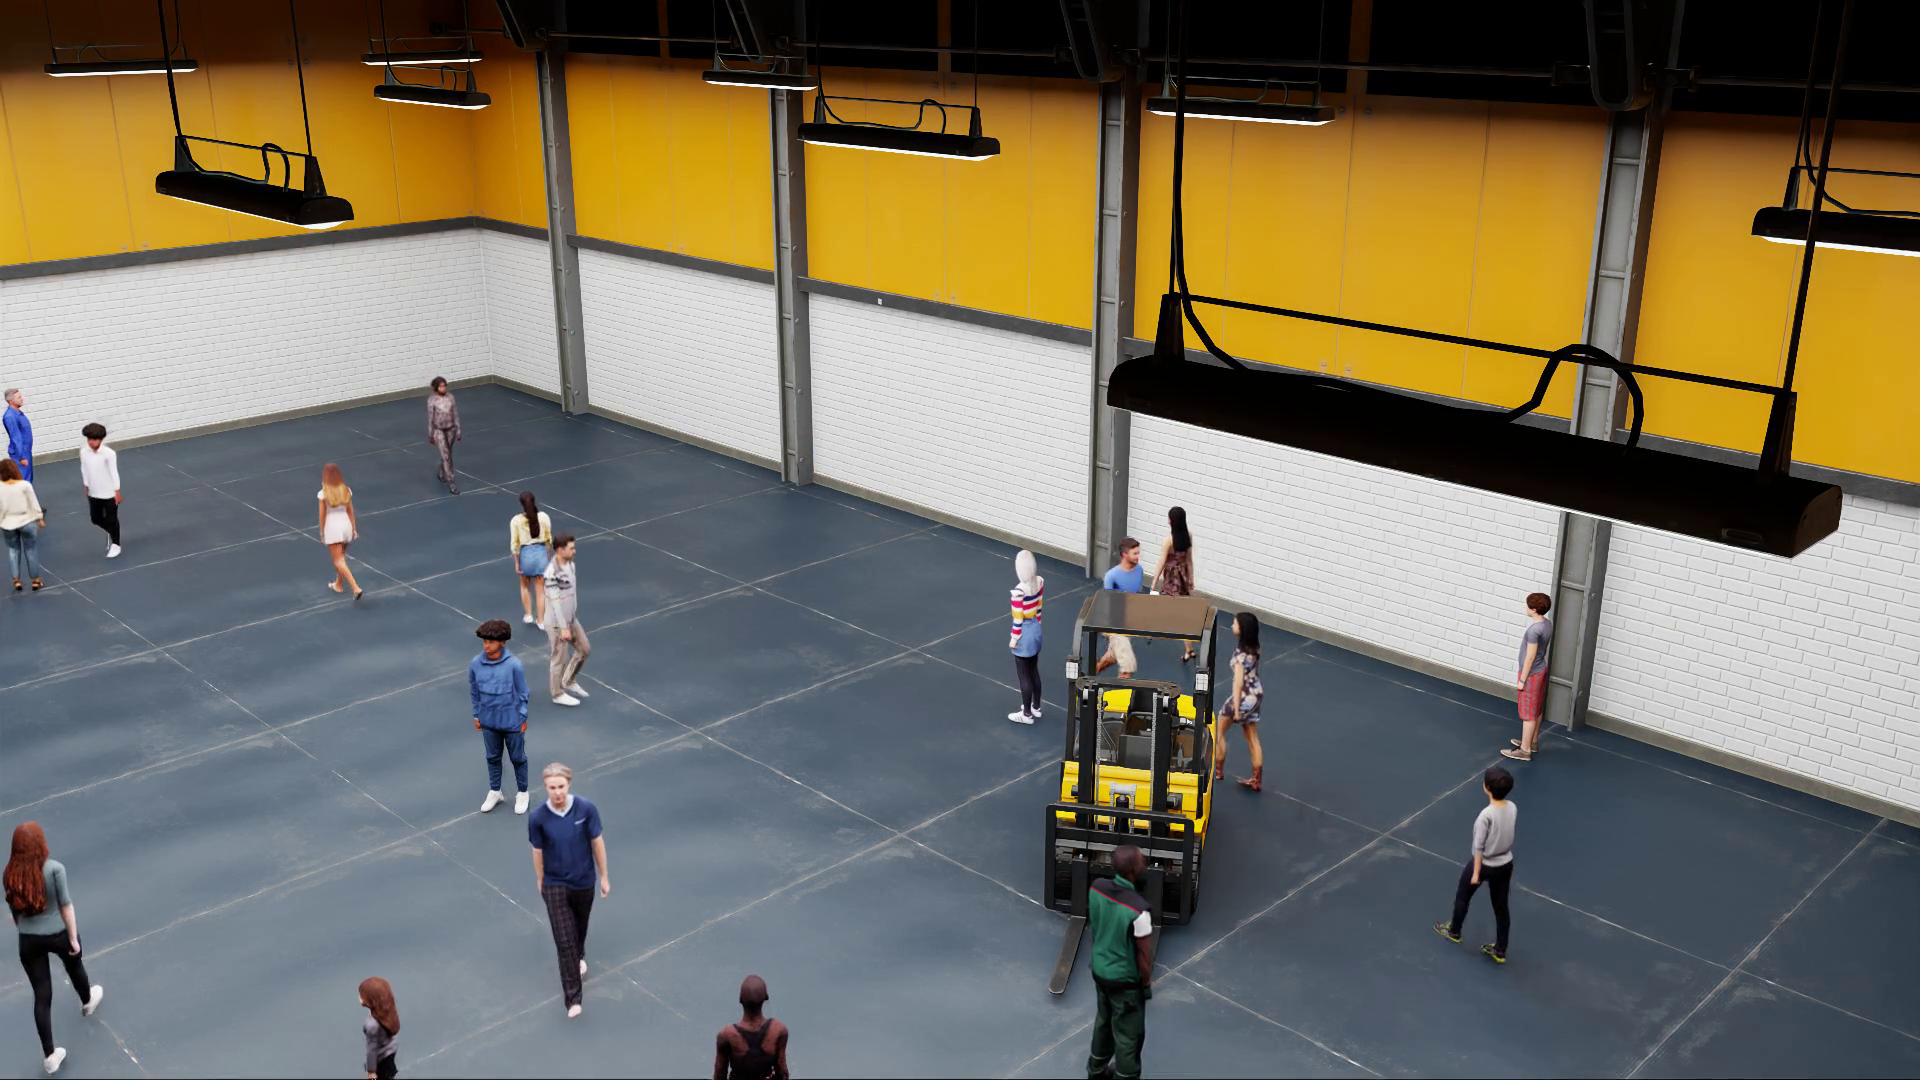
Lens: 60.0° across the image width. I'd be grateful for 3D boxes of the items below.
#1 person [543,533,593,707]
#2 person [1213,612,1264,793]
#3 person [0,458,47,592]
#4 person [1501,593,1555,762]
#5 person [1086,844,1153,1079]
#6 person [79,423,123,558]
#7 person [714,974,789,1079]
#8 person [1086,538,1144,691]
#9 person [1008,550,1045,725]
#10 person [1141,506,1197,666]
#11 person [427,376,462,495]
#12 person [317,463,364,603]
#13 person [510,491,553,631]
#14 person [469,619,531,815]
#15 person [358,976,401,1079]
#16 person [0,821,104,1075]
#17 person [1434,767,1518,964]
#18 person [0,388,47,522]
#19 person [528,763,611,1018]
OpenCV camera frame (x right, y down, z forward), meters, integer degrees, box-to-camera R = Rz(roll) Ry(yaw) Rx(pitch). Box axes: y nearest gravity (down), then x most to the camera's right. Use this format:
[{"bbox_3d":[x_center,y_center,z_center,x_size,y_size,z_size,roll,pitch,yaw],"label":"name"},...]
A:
[{"bbox_3d":[-4.140,0.805,16.951,0.803,1.839,0.793,5,19,13],"label":"person"},{"bbox_3d":[2.653,1.494,15.110,0.882,1.708,0.666,15,24,38],"label":"person"},{"bbox_3d":[-11.374,-0.167,20.089,0.716,1.679,0.750,-2,19,-7],"label":"person"},{"bbox_3d":[5.456,1.284,15.826,0.560,1.651,0.603,14,23,35],"label":"person"},{"bbox_3d":[1.046,2.840,10.917,0.758,1.835,0.563,-14,23,-35],"label":"person"},{"bbox_3d":[-11.006,-0.667,21.403,0.908,1.788,0.962,3,19,8],"label":"person"},{"bbox_3d":[-1.184,3.349,9.576,0.910,1.725,1.231,-8,20,-21],"label":"person"},{"bbox_3d":[1.563,0.829,16.894,0.697,1.830,1.207,-14,23,-36],"label":"person"},{"bbox_3d":[0.673,0.951,16.569,0.575,1.807,0.685,12,22,32],"label":"person"},{"bbox_3d":[2.393,0.528,17.939,0.653,1.736,1.094,-16,24,-38],"label":"person"},{"bbox_3d":[-7.518,-1.538,24.174,0.666,1.671,1.168,-14,23,-35],"label":"person"},{"bbox_3d":[-7.380,-0.063,19.808,1.091,1.662,0.572,17,25,41],"label":"person"},{"bbox_3d":[-4.846,0.257,18.927,0.732,1.618,0.741,-7,20,-19],"label":"person"},{"bbox_3d":[-4.073,1.552,14.783,0.720,1.808,0.813,2,19,6],"label":"person"},{"bbox_3d":[-3.683,3.301,10.706,0.765,1.095,0.715,-1,19,-4],"label":"person"},{"bbox_3d":[-6.234,2.792,11.295,1.030,1.685,1.215,-3,19,-10],"label":"person"},{"bbox_3d":[4.042,2.471,12.486,0.717,1.532,0.904,-9,21,-26],"label":"person"},{"bbox_3d":[-12.945,-1.195,22.907,0.850,1.830,0.670,-6,20,-18],"label":"person"},{"bbox_3d":[-2.846,2.450,12.100,1.003,1.819,1.277,-7,20,-20],"label":"person"}]
